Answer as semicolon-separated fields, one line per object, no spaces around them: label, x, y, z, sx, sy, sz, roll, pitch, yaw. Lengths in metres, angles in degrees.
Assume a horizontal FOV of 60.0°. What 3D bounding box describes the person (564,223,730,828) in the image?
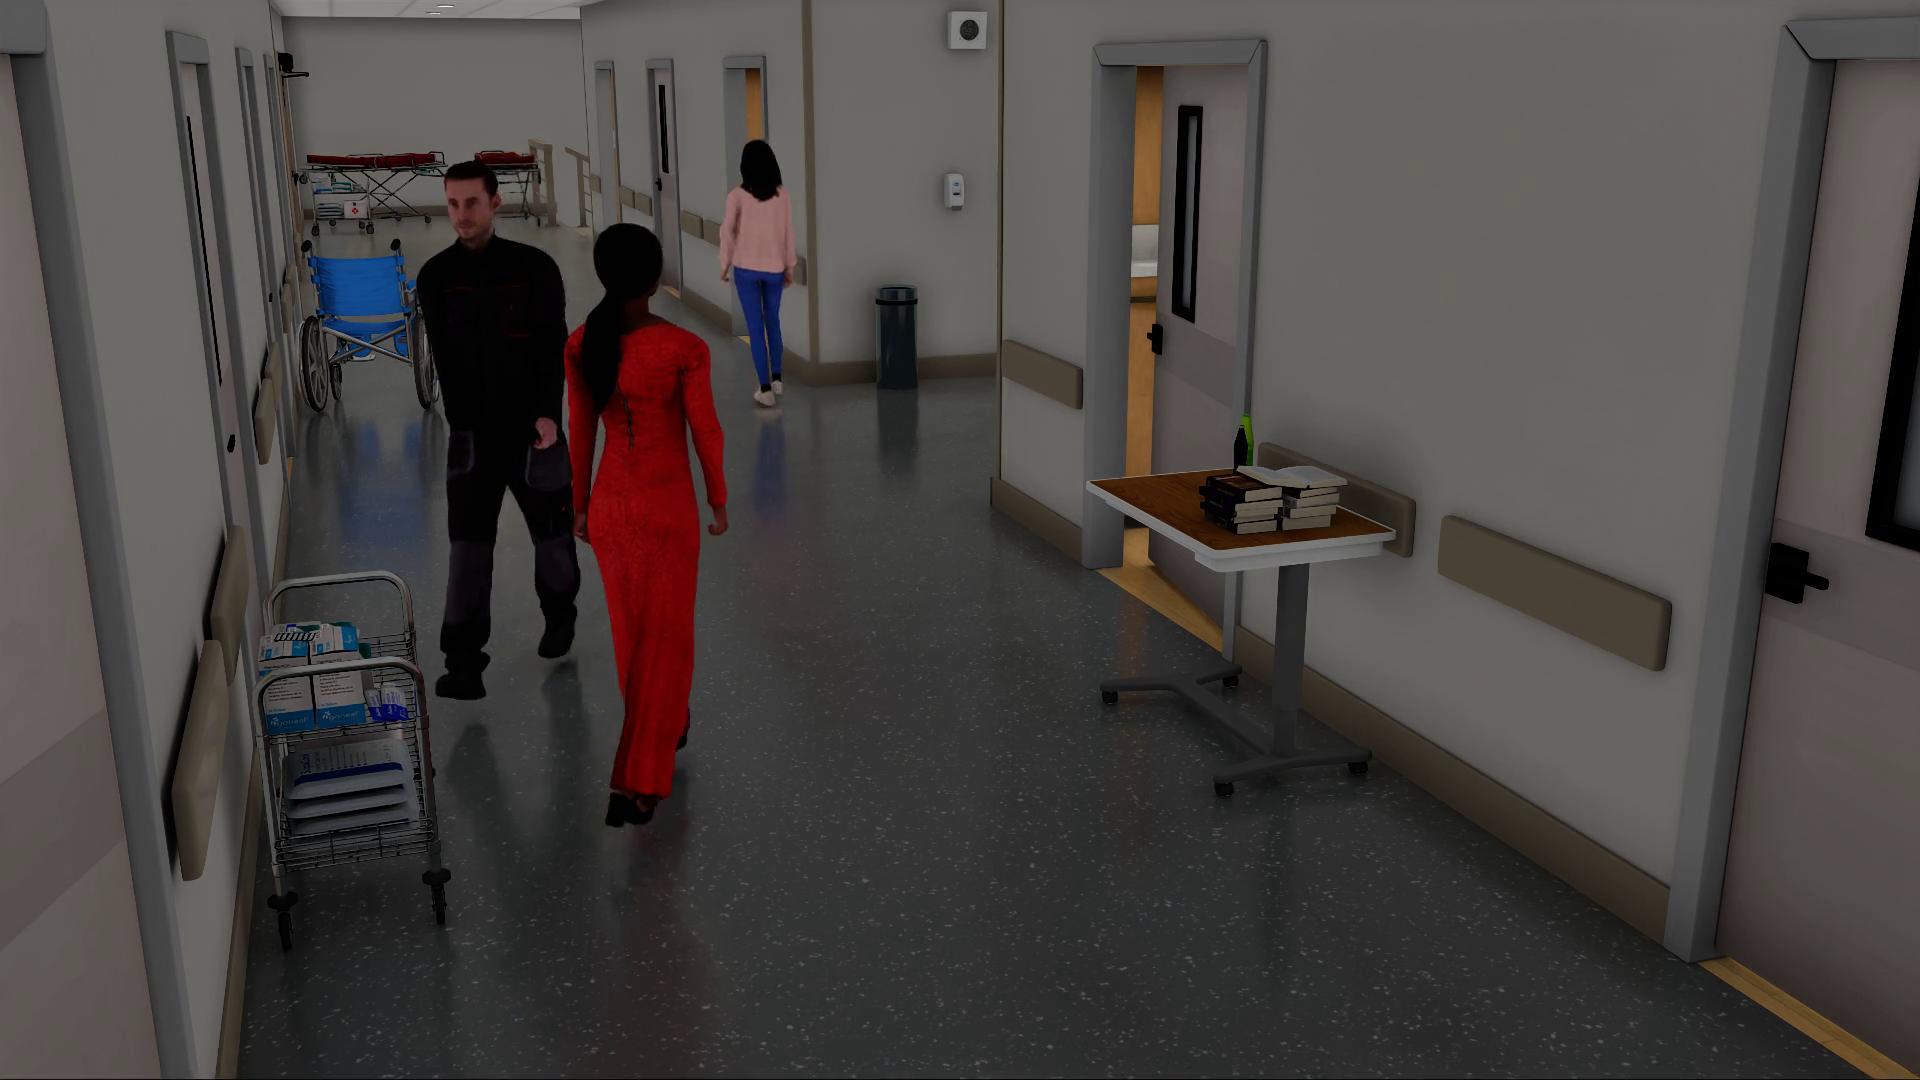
person;-0.953;-0.002;4.876;1.017;1.747;1.168;5;16;17

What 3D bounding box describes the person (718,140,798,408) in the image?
person;-1.323;-1.760;11.095;0.649;1.755;0.683;-6;17;-20

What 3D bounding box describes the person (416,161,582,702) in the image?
person;-1.621;-0.391;6.055;0.956;1.856;1.281;0;16;-1
